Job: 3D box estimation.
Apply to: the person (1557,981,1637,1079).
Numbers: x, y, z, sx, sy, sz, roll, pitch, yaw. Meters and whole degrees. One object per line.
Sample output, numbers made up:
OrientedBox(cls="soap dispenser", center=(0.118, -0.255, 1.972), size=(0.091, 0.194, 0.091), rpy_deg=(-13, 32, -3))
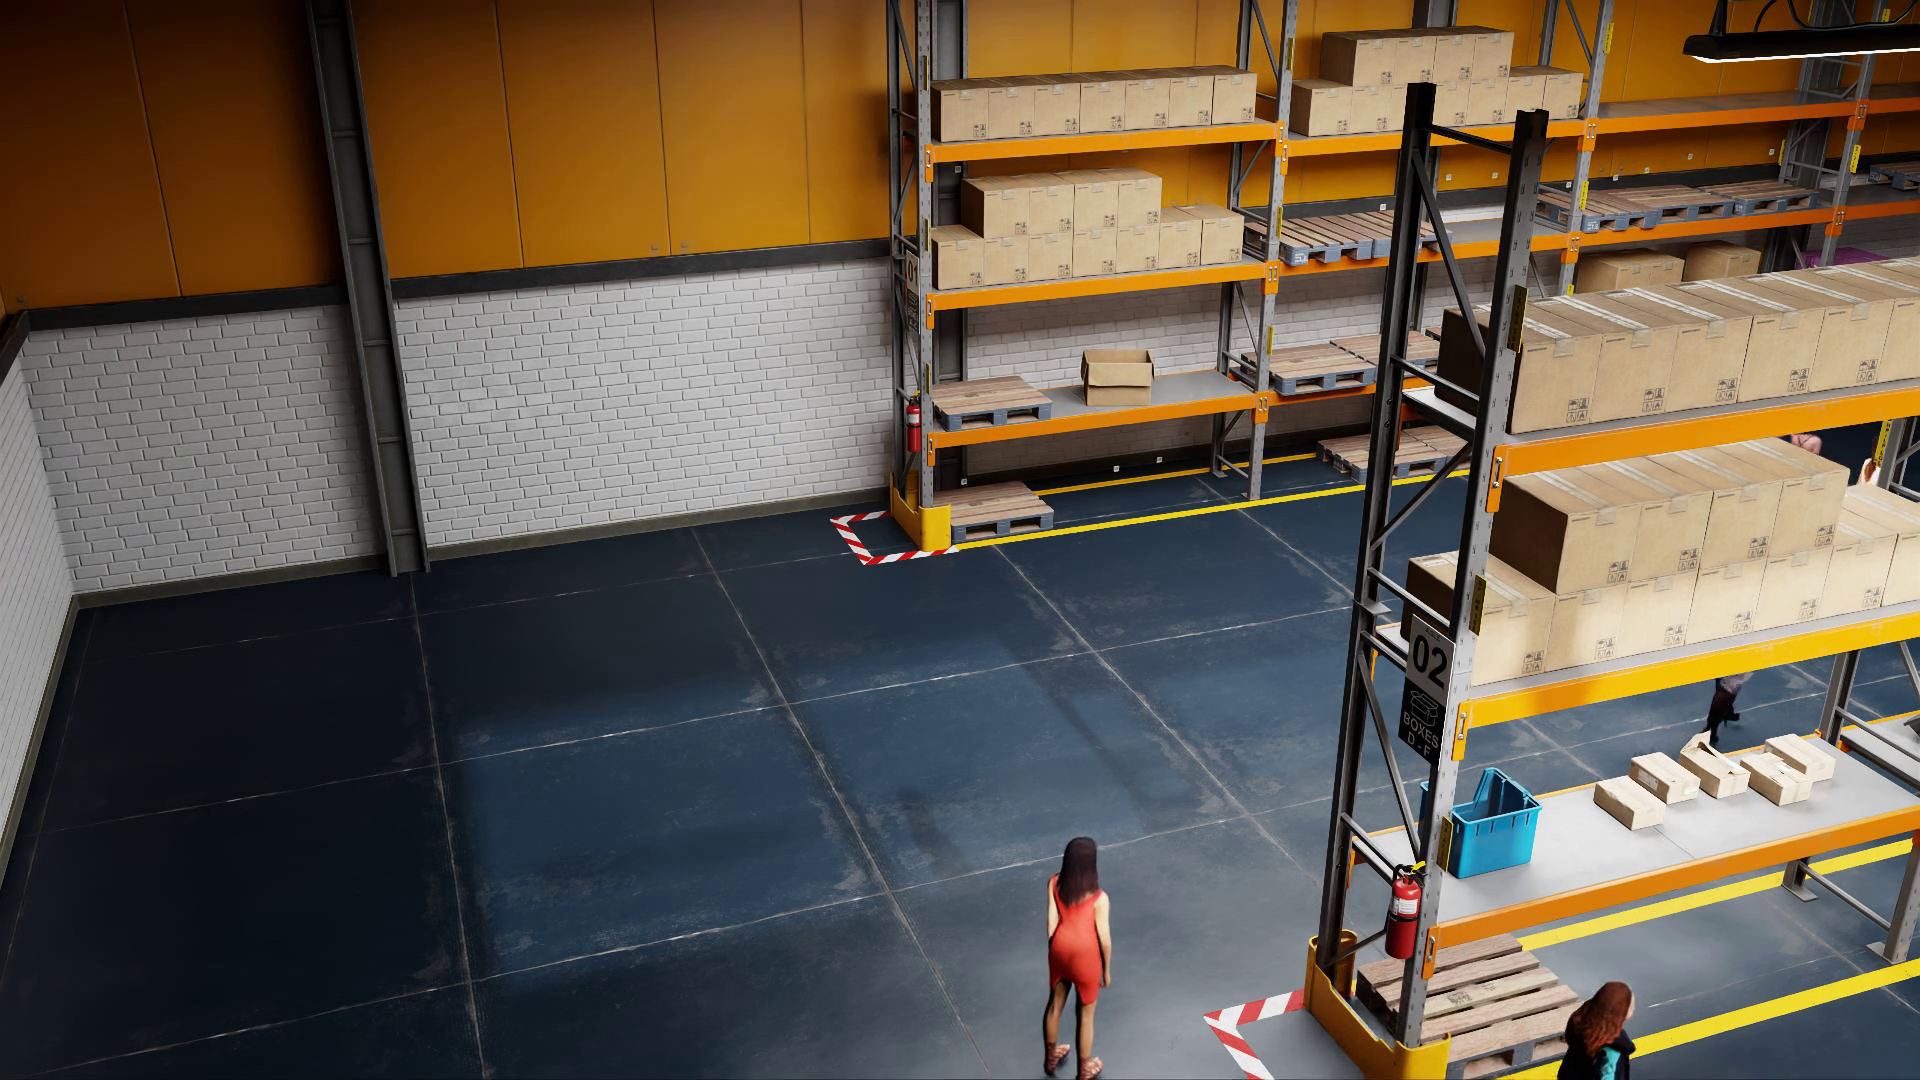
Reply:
OrientedBox(cls="person", center=(3.465, 3.087, 9.309), size=(1.066, 1.457, 0.800), rpy_deg=(0, 24, 1))

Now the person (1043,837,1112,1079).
OrientedBox(cls="person", center=(0.705, 2.569, 10.169), size=(0.650, 1.716, 0.683), rpy_deg=(15, 28, 30))
